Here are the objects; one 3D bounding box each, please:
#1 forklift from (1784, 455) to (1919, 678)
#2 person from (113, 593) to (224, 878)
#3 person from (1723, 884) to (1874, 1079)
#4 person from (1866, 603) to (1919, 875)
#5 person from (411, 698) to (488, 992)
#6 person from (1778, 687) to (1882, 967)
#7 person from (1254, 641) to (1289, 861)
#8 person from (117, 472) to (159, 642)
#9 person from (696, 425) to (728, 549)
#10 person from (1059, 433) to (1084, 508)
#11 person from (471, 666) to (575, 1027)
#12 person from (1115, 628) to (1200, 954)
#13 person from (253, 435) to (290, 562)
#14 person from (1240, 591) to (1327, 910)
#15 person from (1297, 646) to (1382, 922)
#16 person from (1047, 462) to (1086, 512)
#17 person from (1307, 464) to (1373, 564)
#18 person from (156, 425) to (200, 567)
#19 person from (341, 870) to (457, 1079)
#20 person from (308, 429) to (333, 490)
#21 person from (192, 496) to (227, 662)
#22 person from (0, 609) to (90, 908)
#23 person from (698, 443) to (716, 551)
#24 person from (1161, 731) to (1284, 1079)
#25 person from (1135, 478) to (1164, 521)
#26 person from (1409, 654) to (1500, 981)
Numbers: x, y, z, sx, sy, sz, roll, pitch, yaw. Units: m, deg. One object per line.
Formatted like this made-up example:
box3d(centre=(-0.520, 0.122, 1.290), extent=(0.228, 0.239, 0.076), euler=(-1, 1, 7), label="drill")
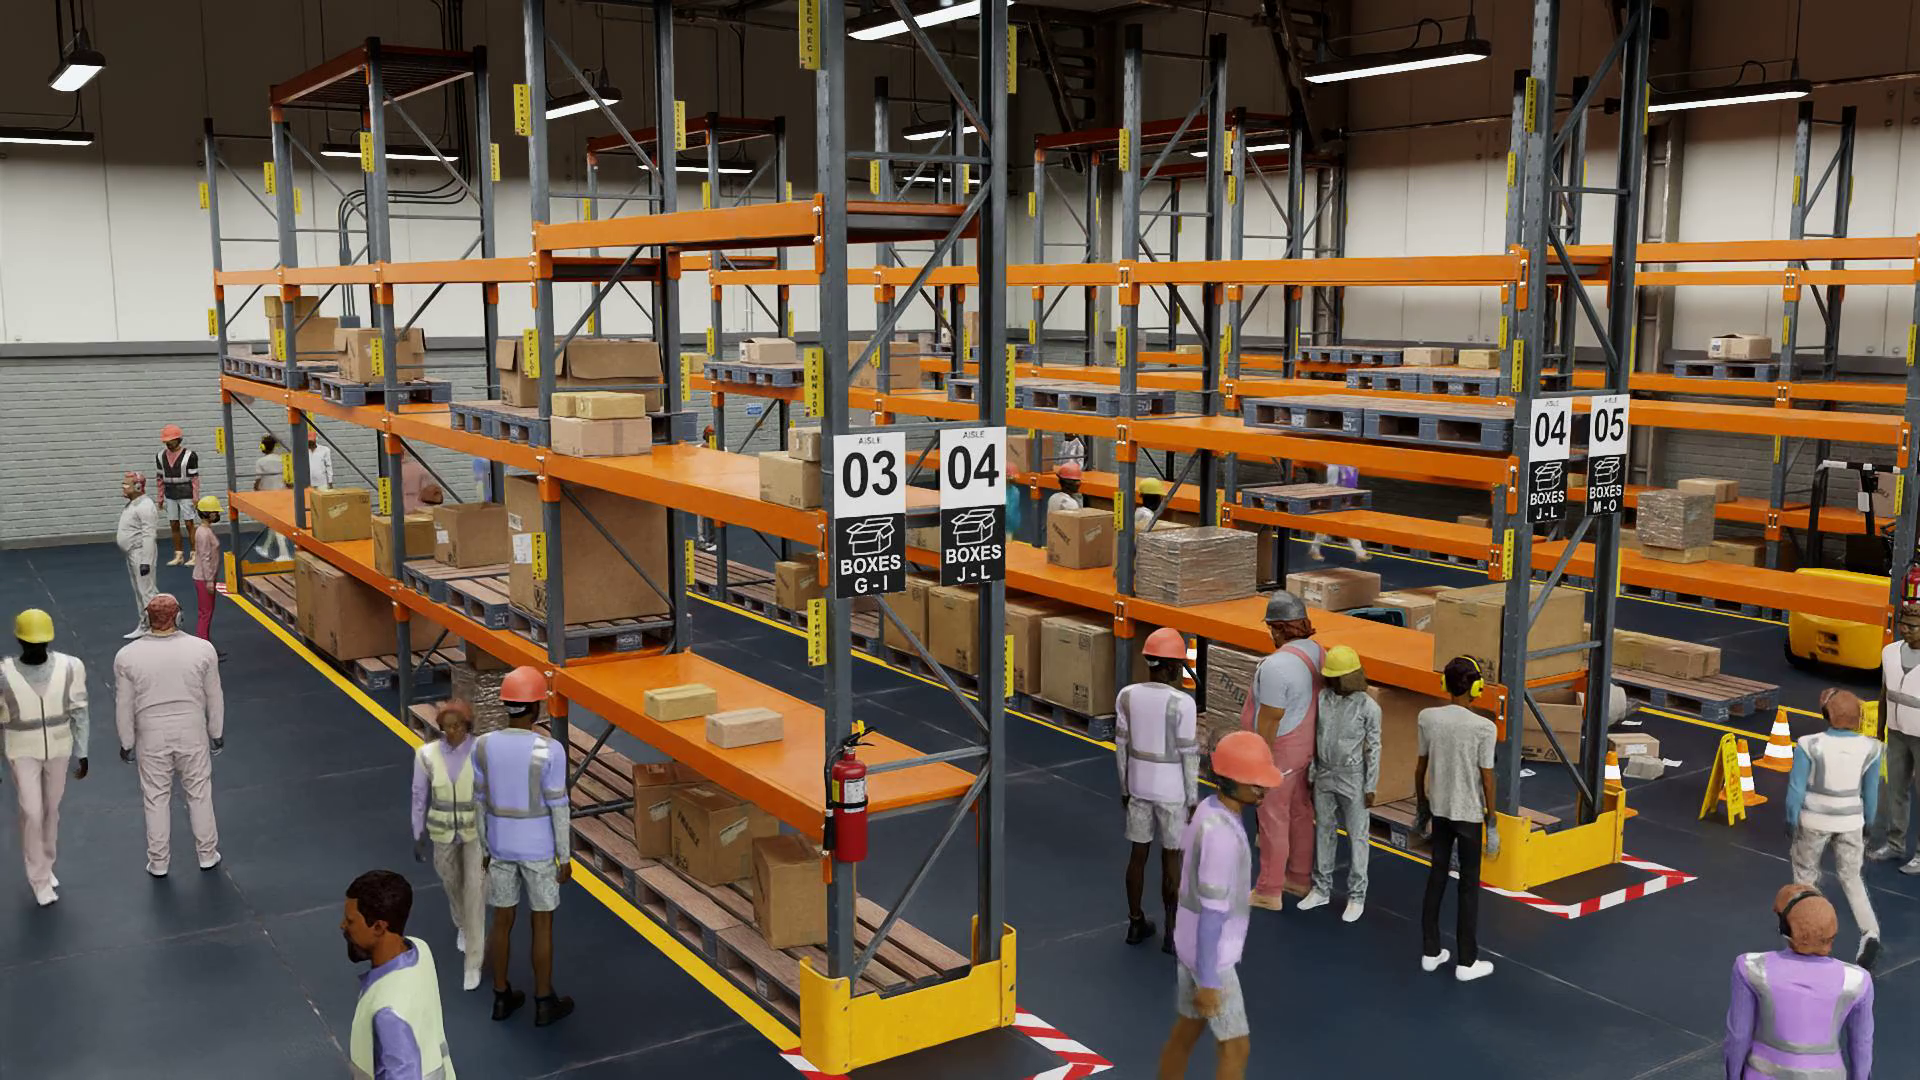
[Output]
box3d(centre=(9.643, 0.253, 17.172), extent=(2.313, 2.155, 1.214), euler=(-6, 10, -33), label="forklift")
box3d(centre=(-5.283, 1.300, 11.148), extent=(0.654, 1.906, 0.406), euler=(-4, 10, -28), label="person")
box3d(centre=(3.230, 2.137, 6.442), extent=(0.522, 1.645, 0.306), euler=(3, 9, 18), label="person")
box3d(centre=(6.453, 1.326, 11.228), extent=(0.388, 1.837, 0.560), euler=(-3, 9, -21), label="person")
box3d(centre=(-2.874, 1.688, 9.603), extent=(0.519, 1.605, 0.827), euler=(0, 9, -3), label="person")
box3d(centre=(5.098, 1.663, 9.702), extent=(0.527, 1.619, 0.674), euler=(0, 9, 3), label="person")
box3d(centre=(2.213, 1.364, 11.452), extent=(0.319, 1.689, 0.539), euler=(-3, 9, -20), label="person")
box3d(centre=(-9.148, 0.192, 18.516), extent=(0.409, 1.913, 0.646), euler=(-7, 11, -39), label="person")
box3d(centre=(-3.787, -0.805, 25.235), extent=(0.574, 1.886, 0.356), euler=(-4, 9, -24), label="person")
box3d(centre=(1.822, -1.045, 27.058), extent=(0.404, 1.823, 0.591), euler=(-5, 10, -30), label="person")
box3d(centre=(-2.317, 1.628, 8.901), extent=(0.546, 1.928, 0.384), euler=(2, 9, 15), label="person")
box3d(centre=(1.191, 1.479, 9.888), extent=(0.542, 1.929, 0.374), euler=(7, 11, 37), label="person")
box3d(centre=(-10.020, -0.598, 24.025), extent=(0.913, 1.830, 0.555), euler=(5, 10, 28), label="person")
box3d(centre=(2.058, 1.312, 10.626), extent=(0.535, 2.000, 0.686), euler=(7, 11, 41), label="person")
box3d(centre=(2.368, 1.504, 10.364), extent=(0.485, 1.734, 0.321), euler=(8, 12, 44), label="person")
box3d(centre=(1.177, 0.160, 18.294), extent=(0.393, 2.040, 0.611), euler=(-3, 9, -20), label="person")
box3d(centre=(5.461, -0.556, 23.920), extent=(0.630, 1.800, 0.986), euler=(-7, 11, -39), label="person")
box3d(centre=(-11.061, -0.618, 23.517), extent=(0.612, 2.033, 0.411), euler=(1, 9, 5), label="person")
box3d(centre=(-1.962, 2.086, 5.876), extent=(0.395, 1.920, 0.587), euler=(-2, 9, -14), label="person")
box3d(centre=(-10.331, -0.937, 26.600), extent=(0.575, 1.739, 0.348), euler=(-3, 9, -21), label="person")
box3d(centre=(-7.920, 0.410, 17.584), extent=(0.350, 1.758, 0.522), euler=(-3, 9, -21), label="person")
box3d(centre=(-5.865, 1.381, 10.660), extent=(0.578, 1.883, 0.895), euler=(-8, 12, -44), label="person")
box3d(centre=(-3.770, -0.653, 25.062), extent=(0.285, 1.632, 0.499), euler=(-4, 10, -27), label="person")
box3d(centre=(1.176, 1.824, 7.365), extent=(0.634, 2.011, 0.700), euler=(1, 9, 4), label="person")
box3d(centre=(2.000, 0.298, 17.832), extent=(0.405, 1.907, 0.626), euler=(-2, 9, -15), label="person")
box3d(centre=(2.829, 1.570, 9.493), extent=(0.331, 1.866, 0.555), euler=(-8, 11, -42), label="person")
